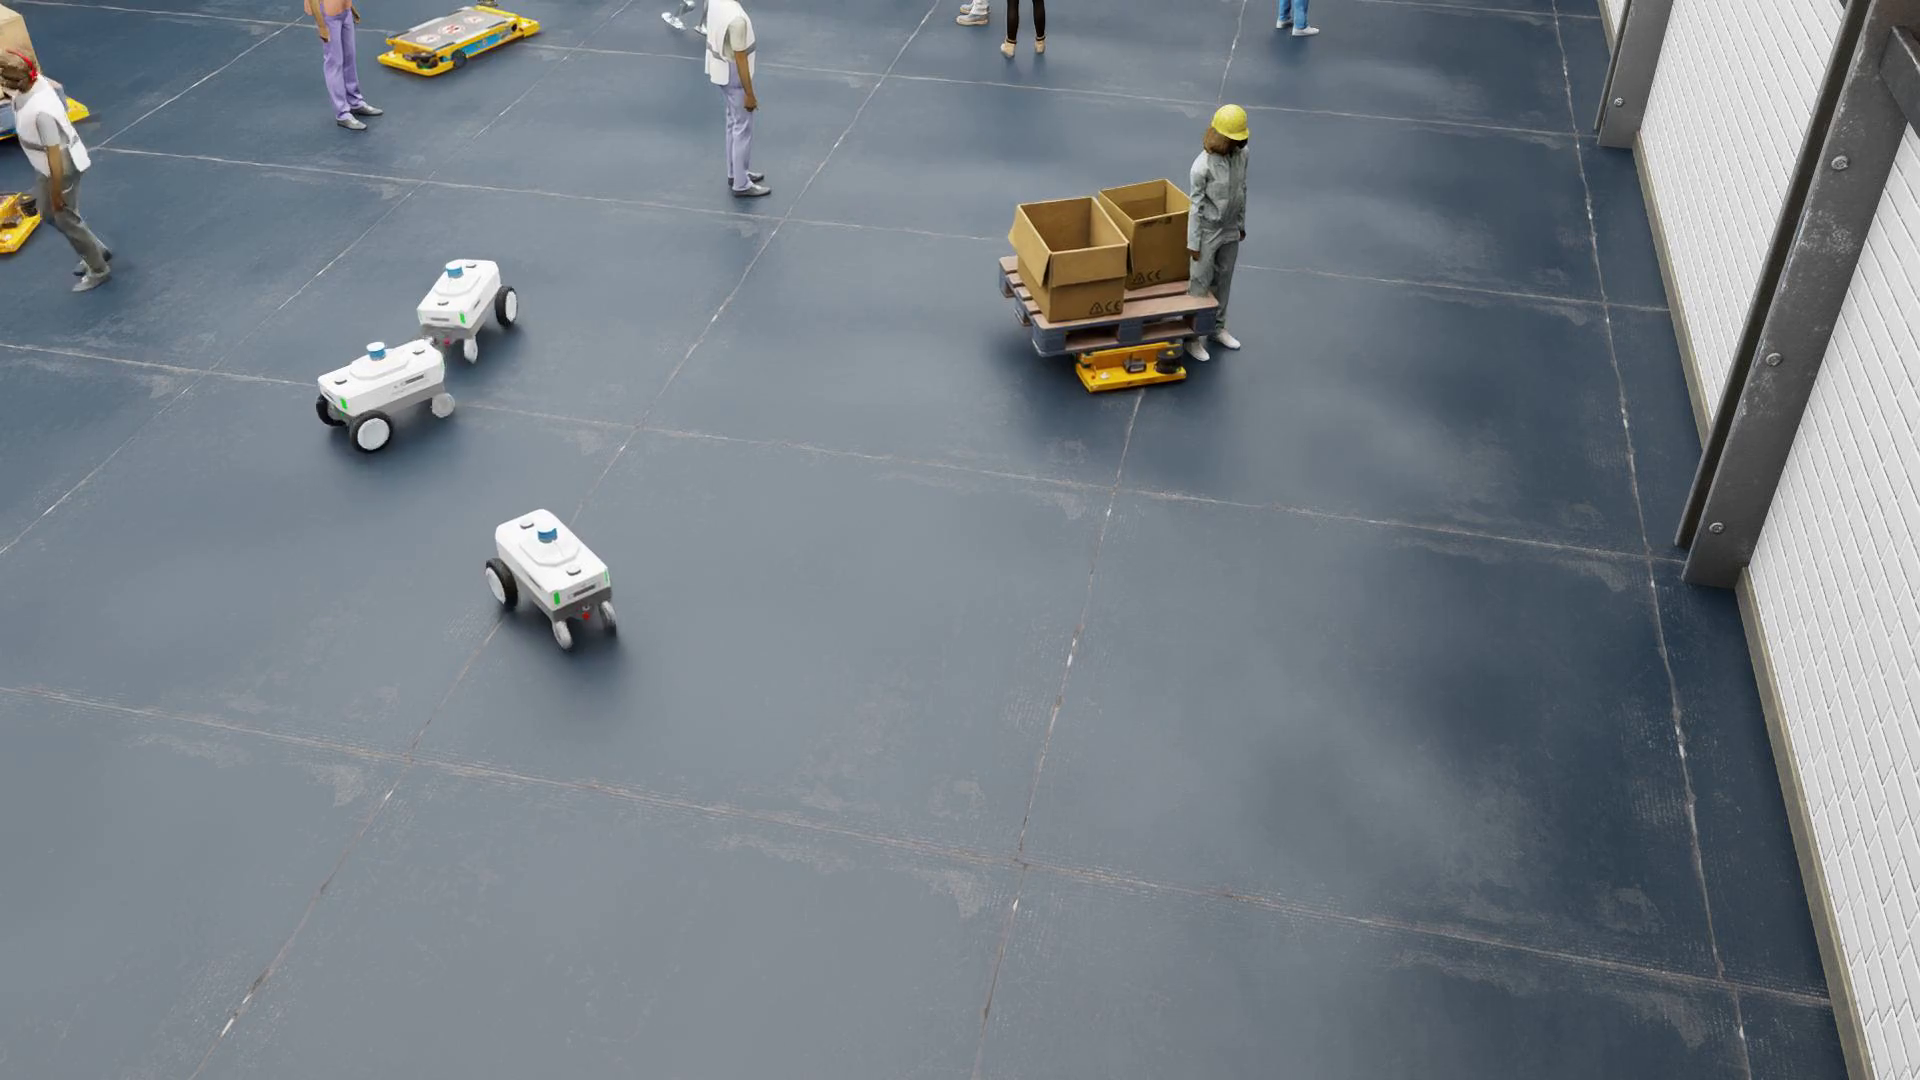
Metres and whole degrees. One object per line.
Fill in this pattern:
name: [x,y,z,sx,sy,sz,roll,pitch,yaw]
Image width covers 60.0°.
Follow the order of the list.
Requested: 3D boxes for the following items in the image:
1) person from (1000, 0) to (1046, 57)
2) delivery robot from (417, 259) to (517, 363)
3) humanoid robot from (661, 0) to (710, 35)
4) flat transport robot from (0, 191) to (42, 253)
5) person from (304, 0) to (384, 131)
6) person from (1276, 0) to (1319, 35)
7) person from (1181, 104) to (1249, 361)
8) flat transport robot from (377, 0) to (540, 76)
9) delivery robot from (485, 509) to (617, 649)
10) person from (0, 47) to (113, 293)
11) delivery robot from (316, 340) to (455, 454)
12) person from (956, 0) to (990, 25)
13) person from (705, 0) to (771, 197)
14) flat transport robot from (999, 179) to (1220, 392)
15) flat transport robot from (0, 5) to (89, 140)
person: [0.602,-5.249,15.065,0.542,1.684,0.326,-9,38,-12]
delivery robot: [-3.317,-1.573,11.080,0.499,0.589,0.784,4,37,5]
humanoid robot: [-2.549,-5.429,15.243,0.575,1.731,0.977,-25,43,-29]
flat transport robot: [-7.641,-2.327,12.332,1.431,0.231,0.659,-3,37,-3]
person: [-5.162,-4.334,13.701,0.396,1.846,0.563,7,37,9]
person: [3.204,-5.589,15.479,0.373,1.728,0.499,-17,40,-22]
person: [1.651,-1.960,10.620,0.491,1.731,0.321,-27,45,-32]
flat transport robot: [-4.657,-4.671,15.469,0.659,0.231,1.431,20,41,25]
delivery robot: [-2.140,0.154,8.754,0.499,0.570,0.750,-26,44,-30]
person: [-6.130,-2.514,11.310,0.401,1.795,0.663,-24,43,-29]
delivery robot: [-3.535,-0.937,10.224,0.774,0.583,0.499,-29,46,-33]
person: [0.151,-5.831,15.672,0.356,1.886,0.573,5,37,7]
person: [-1.693,-3.477,12.569,0.416,1.829,0.582,-14,39,-18]
flat transport robot: [0.955,-1.456,11.167,0.659,0.231,1.431,-9,38,-12]
flat transport robot: [-8.140,-3.490,13.888,0.659,0.231,1.431,27,45,31]
